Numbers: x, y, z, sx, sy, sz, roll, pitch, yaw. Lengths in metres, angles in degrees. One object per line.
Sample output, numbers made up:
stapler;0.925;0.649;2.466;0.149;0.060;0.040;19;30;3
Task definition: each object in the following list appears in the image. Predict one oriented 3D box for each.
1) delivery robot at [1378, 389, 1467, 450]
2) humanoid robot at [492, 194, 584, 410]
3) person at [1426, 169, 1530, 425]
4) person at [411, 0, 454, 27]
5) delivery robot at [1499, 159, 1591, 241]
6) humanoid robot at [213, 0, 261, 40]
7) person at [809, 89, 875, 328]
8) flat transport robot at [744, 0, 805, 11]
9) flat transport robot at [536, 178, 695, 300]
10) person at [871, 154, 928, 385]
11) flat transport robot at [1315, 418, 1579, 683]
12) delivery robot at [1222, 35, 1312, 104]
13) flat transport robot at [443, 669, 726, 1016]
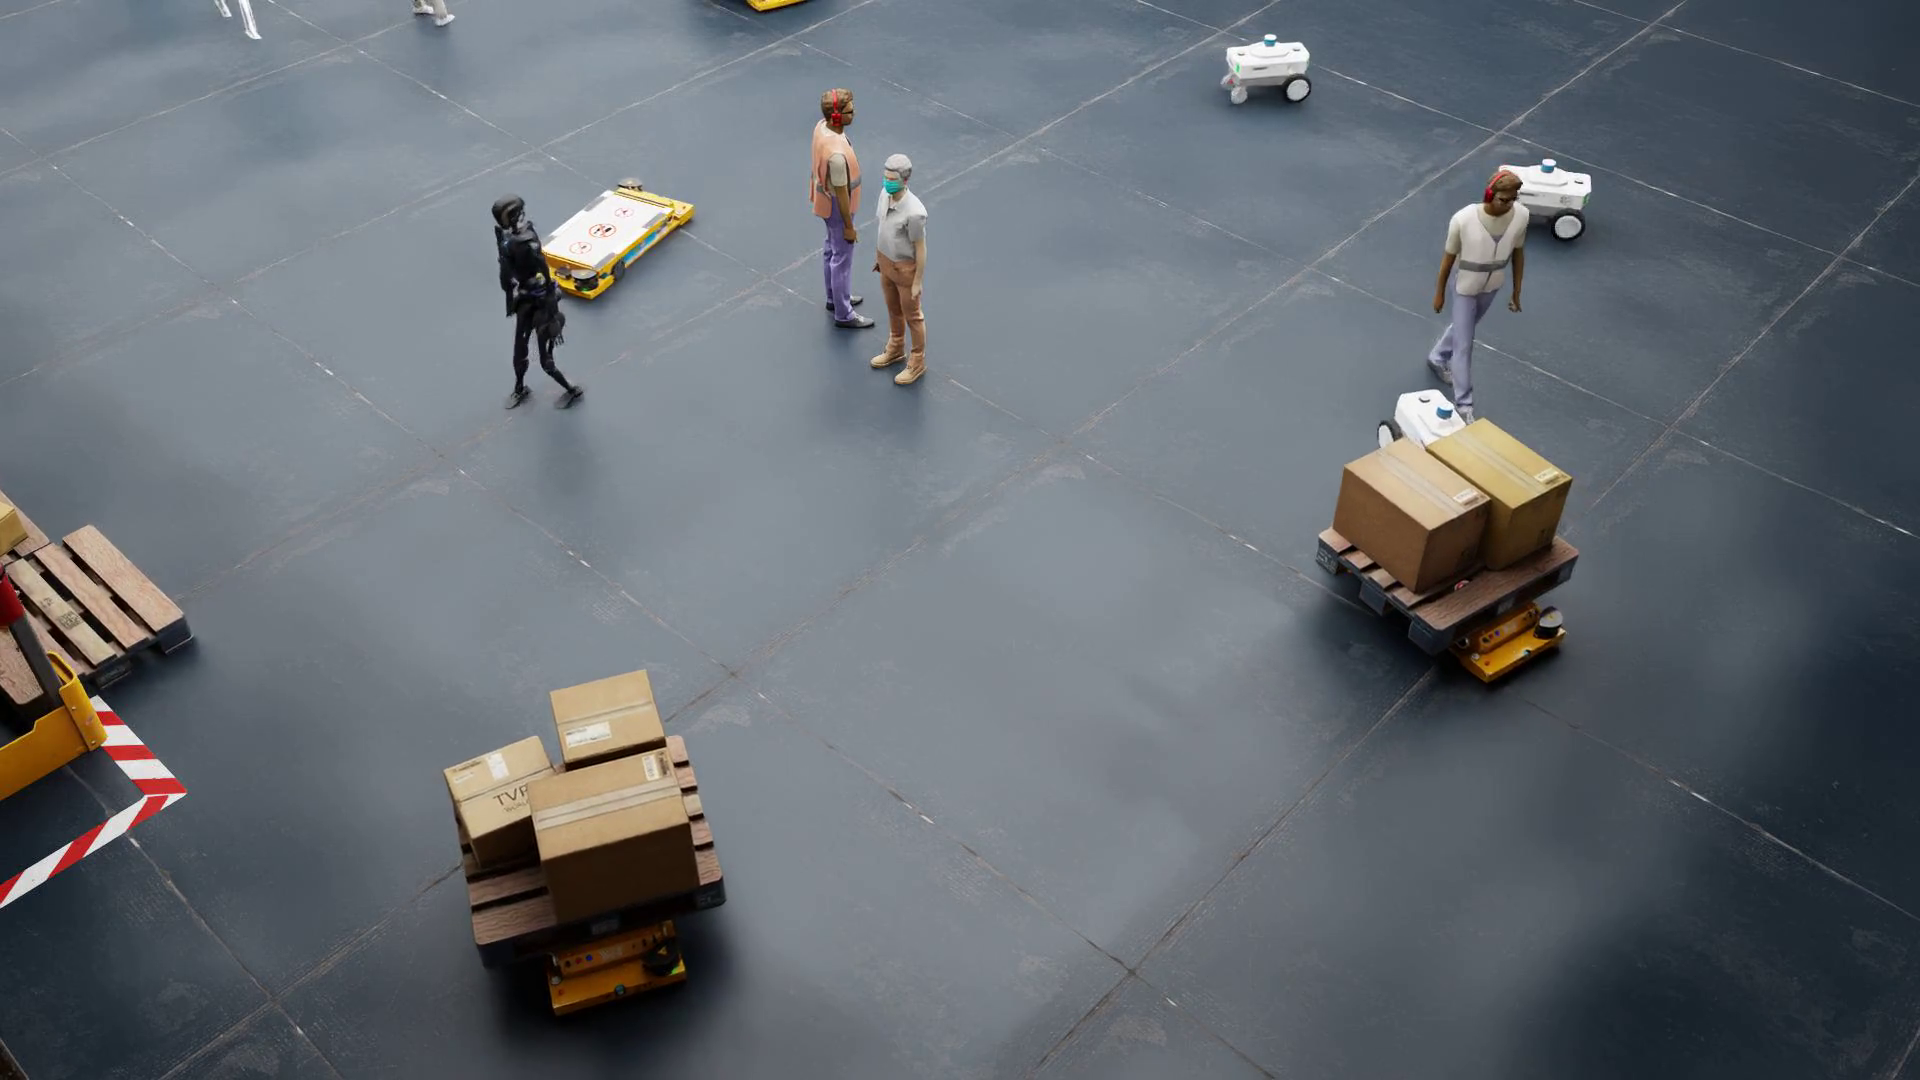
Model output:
delivery robot;3.161;-0.672;11.074;0.499;0.614;0.791;-10;43;-11
humanoid robot;-2.917;-1.555;11.213;0.608;1.648;0.510;31;50;30
person;3.522;-1.681;11.251;0.578;1.795;0.874;-13;44;-14
person;-5.224;-5.743;15.905;0.539;1.617;0.362;27;48;26
delivery robot;4.680;-2.788;13.390;0.739;0.566;0.499;9;43;10
humanoid robot;-7.086;-5.701;15.775;0.537;1.761;0.963;-26;48;-26
person;-0.881;-2.388;12.001;0.391;1.846;0.563;-11;43;-11
flat transport robot;-2.057;-5.796;16.968;0.659;0.231;1.431;-21;46;-22
flat transport robot;-2.780;-2.403;13.197;0.659;0.231;1.431;19;45;20
person;-0.424;-1.884;11.512;0.314;1.749;0.491;-29;49;-28
flat transport robot;2.949;0.267;10.229;0.659;0.231;1.431;-24;47;-24
delivery robot;2.808;-4.275;15.076;0.792;0.611;0.499;-7;42;-7
flat transport robot;-1.891;1.736;8.596;0.659;0.231;1.431;-13;44;-14
